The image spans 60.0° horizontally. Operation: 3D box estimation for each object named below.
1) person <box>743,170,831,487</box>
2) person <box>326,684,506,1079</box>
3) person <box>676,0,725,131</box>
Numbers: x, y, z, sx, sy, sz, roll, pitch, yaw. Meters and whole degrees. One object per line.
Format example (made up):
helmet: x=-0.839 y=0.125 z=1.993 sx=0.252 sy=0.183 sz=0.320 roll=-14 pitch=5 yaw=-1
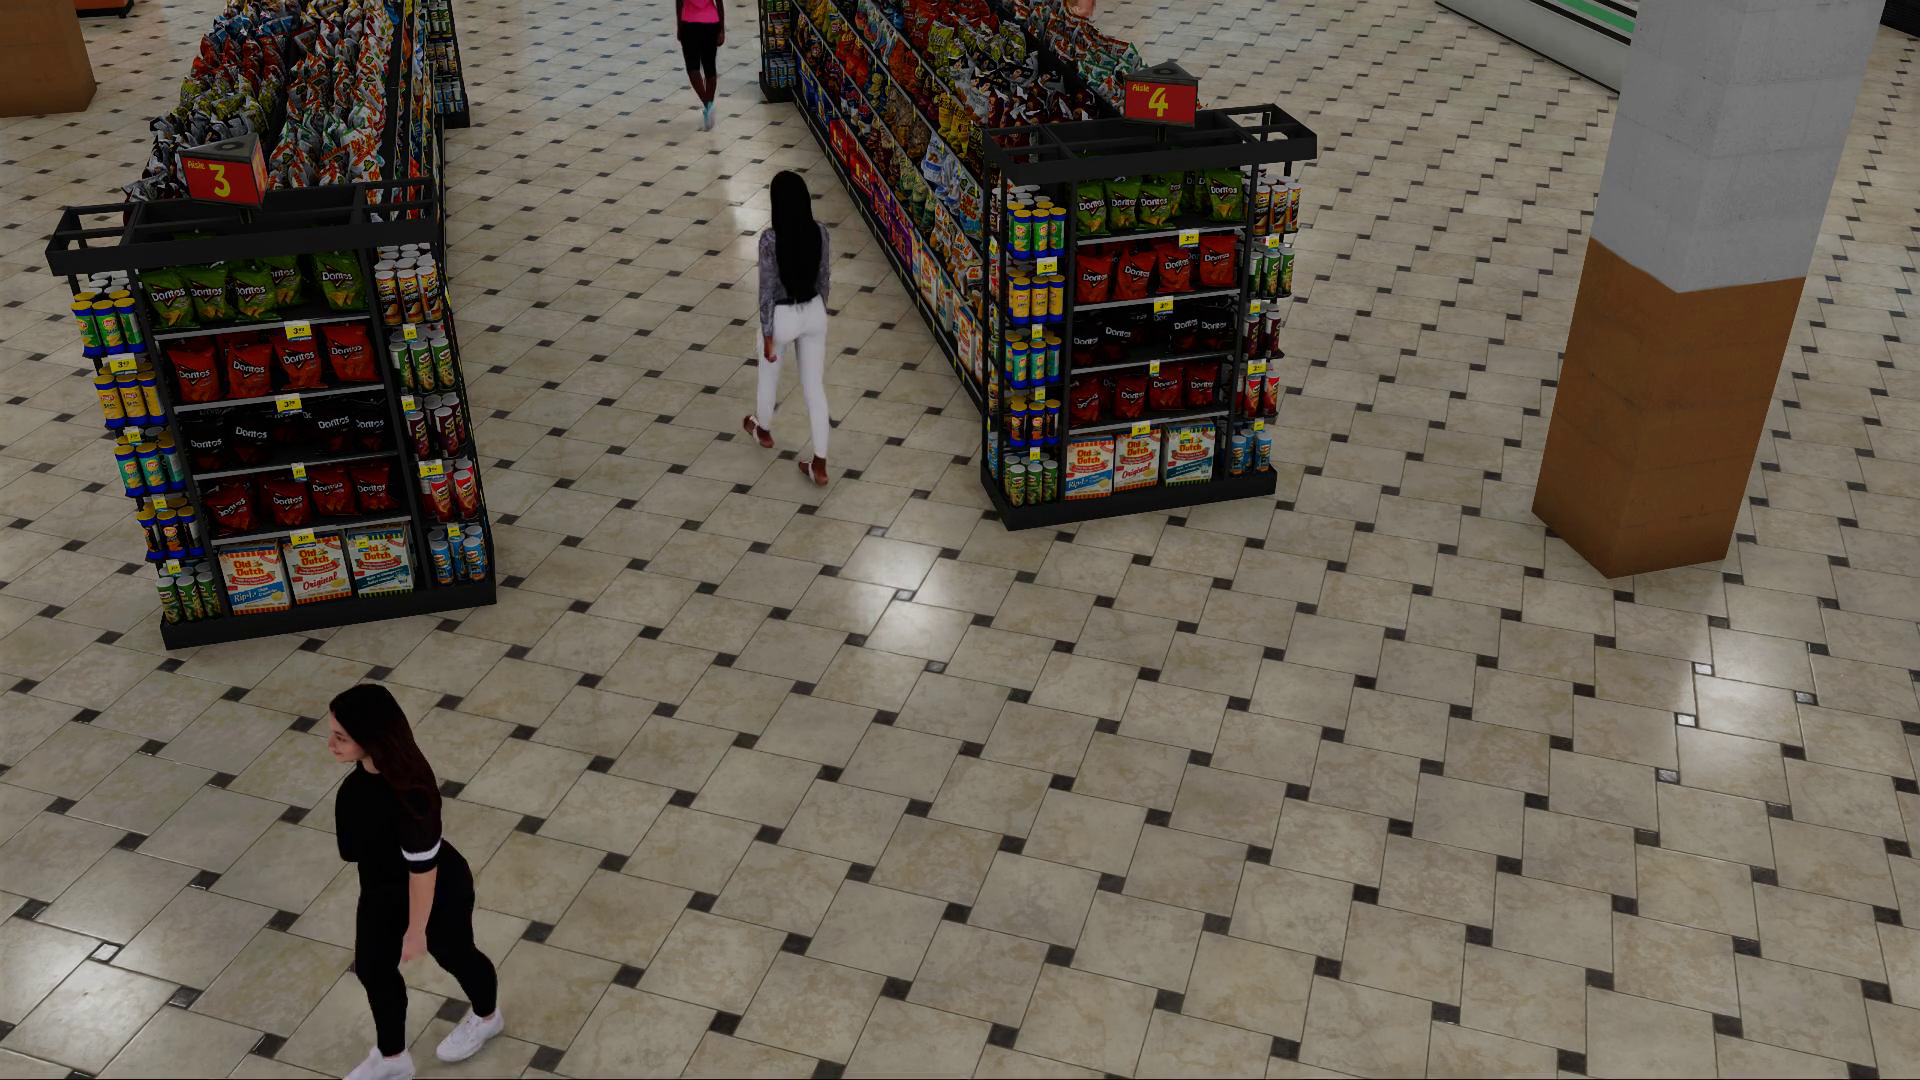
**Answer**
person: x=-0.830 y=-1.077 z=8.808 sx=0.786 sy=1.697 sz=1.072 roll=-17 pitch=36 yaw=-26
person: x=-1.686 y=1.091 z=5.397 sx=0.882 sy=1.620 sz=0.879 roll=-26 pitch=40 yaw=-35
person: x=-2.162 y=-4.260 z=13.916 sx=0.576 sy=1.707 sz=0.971 roll=-9 pitch=33 yaw=-14
